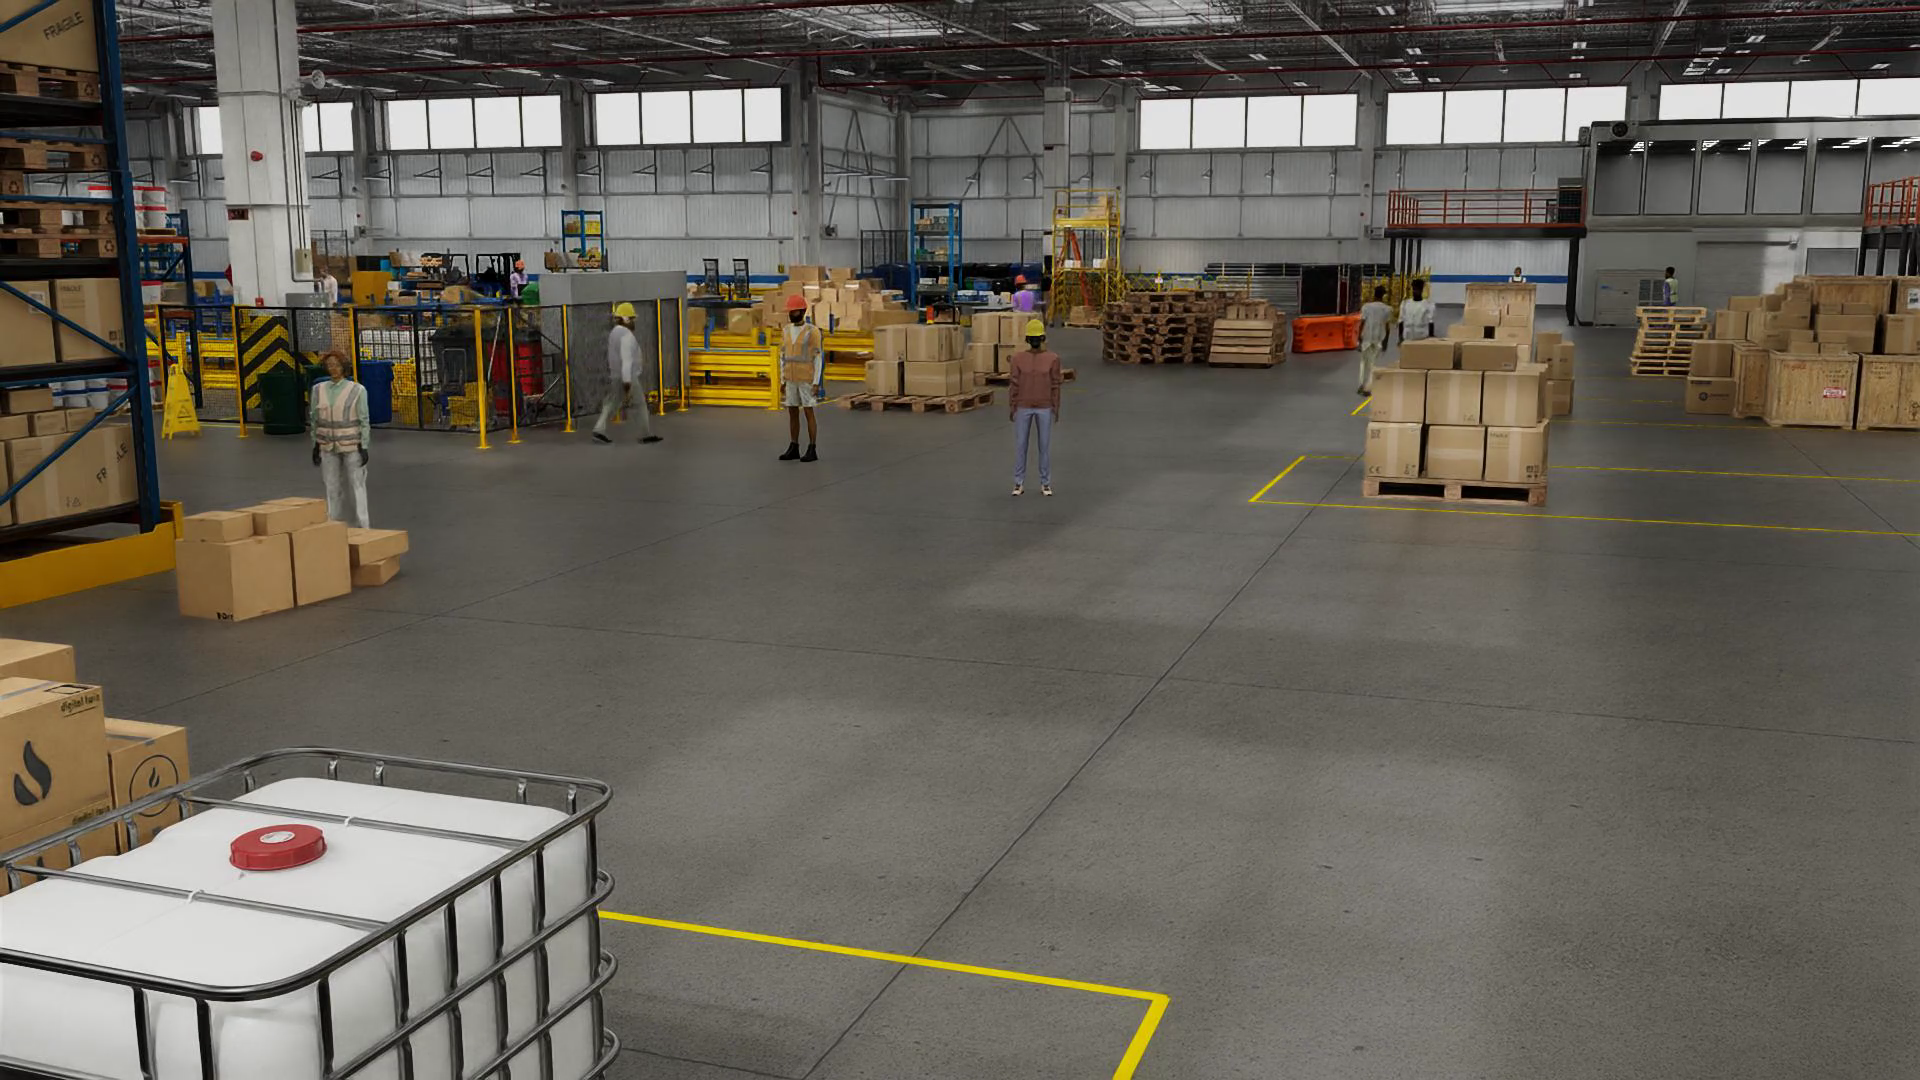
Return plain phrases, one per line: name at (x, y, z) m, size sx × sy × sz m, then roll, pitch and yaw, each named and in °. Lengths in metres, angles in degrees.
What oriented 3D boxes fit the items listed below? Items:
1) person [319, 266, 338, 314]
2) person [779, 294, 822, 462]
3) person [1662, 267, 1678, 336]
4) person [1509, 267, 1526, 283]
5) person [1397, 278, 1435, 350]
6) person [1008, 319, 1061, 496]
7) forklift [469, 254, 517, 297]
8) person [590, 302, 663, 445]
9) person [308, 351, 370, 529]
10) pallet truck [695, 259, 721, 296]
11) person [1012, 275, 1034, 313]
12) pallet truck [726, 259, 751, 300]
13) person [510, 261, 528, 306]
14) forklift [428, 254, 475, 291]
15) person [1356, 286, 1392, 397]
person at (-17.588, -6.641, 46.228) m, size 0.642 × 1.905 × 0.399 m, roll 5°, pitch 11°, yaw 28°
person at (-1.867, -1.866, 19.237) m, size 0.552 × 1.935 × 0.366 m, roll 6°, pitch 12°, yaw 31°
person at (18.950, -6.329, 44.428) m, size 0.393 × 1.919 × 0.589 m, roll 9°, pitch 14°, yaw 42°
person at (16.815, -7.315, 50.269) m, size 0.521 × 1.844 × 0.491 m, roll 3°, pitch 11°, yaw 19°
person at (7.506, -3.343, 27.525) m, size 0.642 × 1.939 × 0.759 m, roll 6°, pitch 12°, yaw 31°
person at (0.745, -1.318, 16.635) m, size 0.522 × 1.769 × 0.310 m, roll 0°, pitch 10°, yaw 1°
forklift at (-17.990, -10.121, 64.684) m, size 1.157 × 1.987 × 2.680 m, roll 3°, pitch 11°, yaw 17°
person at (-4.236, -2.076, 20.833) m, size 0.910 × 1.795 × 0.604 m, roll -6°, pitch 12°, yaw -31°
person at (-5.126, -0.744, 13.765) m, size 0.538 × 1.636 × 0.317 m, roll 1°, pitch 10°, yaw 7°
pallet truck at (-9.165, -9.627, 62.776) m, size 0.823 × 1.965 × 1.885 m, roll 4°, pitch 11°, yaw 23°
person at (1.201, -4.390, 33.587) m, size 0.556 × 1.885 × 0.992 m, roll -6°, pitch 12°, yaw -32°
pallet truck at (-7.986, -9.493, 62.019) m, size 0.823 × 1.965 × 1.885 m, roll 3°, pitch 11°, yaw 17°
person at (-12.841, -7.140, 48.637) m, size 0.396 × 2.044 × 0.609 m, roll 8°, pitch 13°, yaw 37°
forklift at (-20.133, -10.254, 65.465) m, size 1.157 × 1.987 × 2.680 m, roll 3°, pitch 11°, yaw 19°
person at (6.831, -3.285, 27.527) m, size 0.563 × 1.829 × 0.742 m, roll 2°, pitch 10°, yaw 11°
